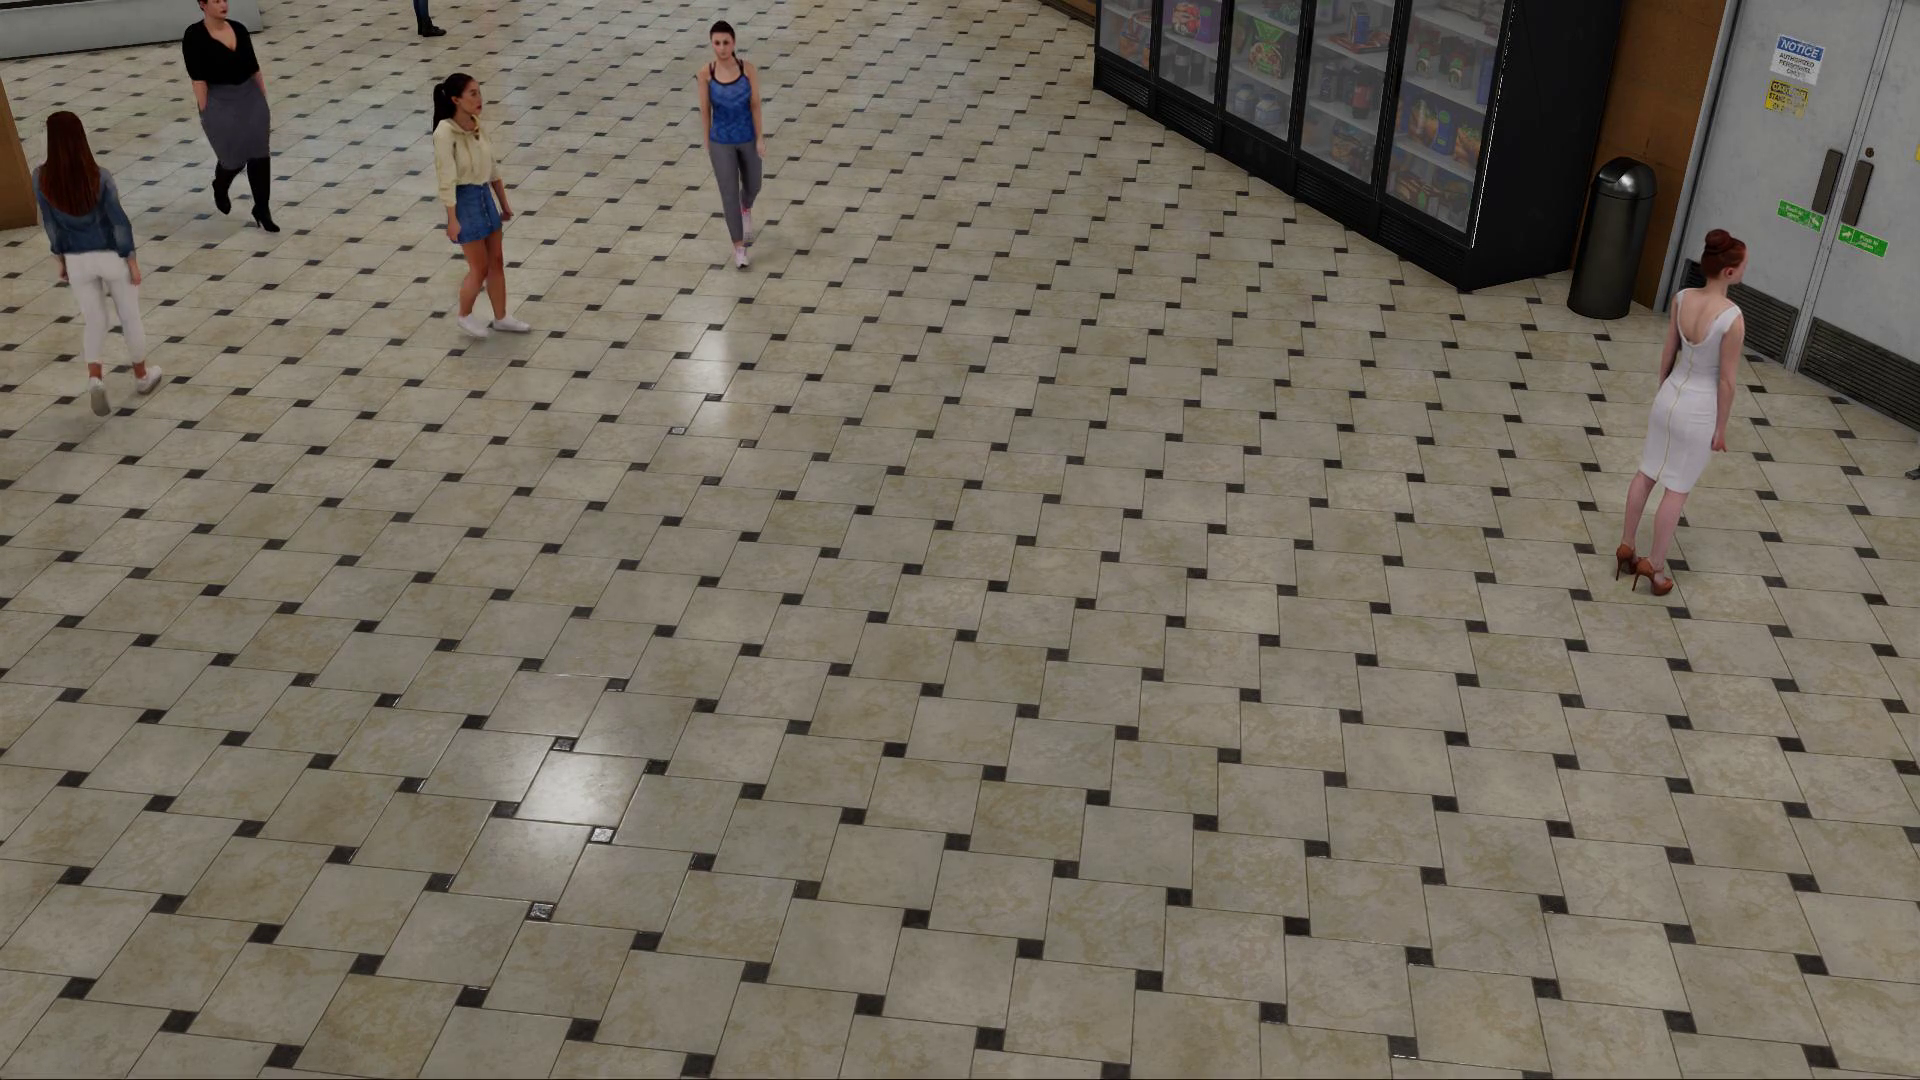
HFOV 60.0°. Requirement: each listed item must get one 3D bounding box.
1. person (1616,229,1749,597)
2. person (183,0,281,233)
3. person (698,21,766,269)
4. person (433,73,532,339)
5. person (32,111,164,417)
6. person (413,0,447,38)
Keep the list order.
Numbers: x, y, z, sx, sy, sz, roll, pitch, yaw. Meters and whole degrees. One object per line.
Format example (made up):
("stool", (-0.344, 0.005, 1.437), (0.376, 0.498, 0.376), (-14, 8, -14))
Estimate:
("person", (3.304, -0.569, 7.612), (0.510, 1.792, 0.592), (-11, 34, -17))
("person", (-5.092, -2.973, 11.522), (0.923, 1.743, 0.887), (20, 37, 29))
("person", (-1.514, -2.696, 11.221), (0.973, 1.590, 0.724), (-8, 33, -12))
("person", (-3.001, -2.015, 10.095), (0.862, 1.624, 0.804), (10, 33, 16))
("person", (-4.804, -1.493, 9.200), (0.983, 1.683, 0.874), (-3, 32, -5))
("person", (-5.242, -5.554, 16.074), (0.543, 1.316, 0.514), (-22, 38, -31))
